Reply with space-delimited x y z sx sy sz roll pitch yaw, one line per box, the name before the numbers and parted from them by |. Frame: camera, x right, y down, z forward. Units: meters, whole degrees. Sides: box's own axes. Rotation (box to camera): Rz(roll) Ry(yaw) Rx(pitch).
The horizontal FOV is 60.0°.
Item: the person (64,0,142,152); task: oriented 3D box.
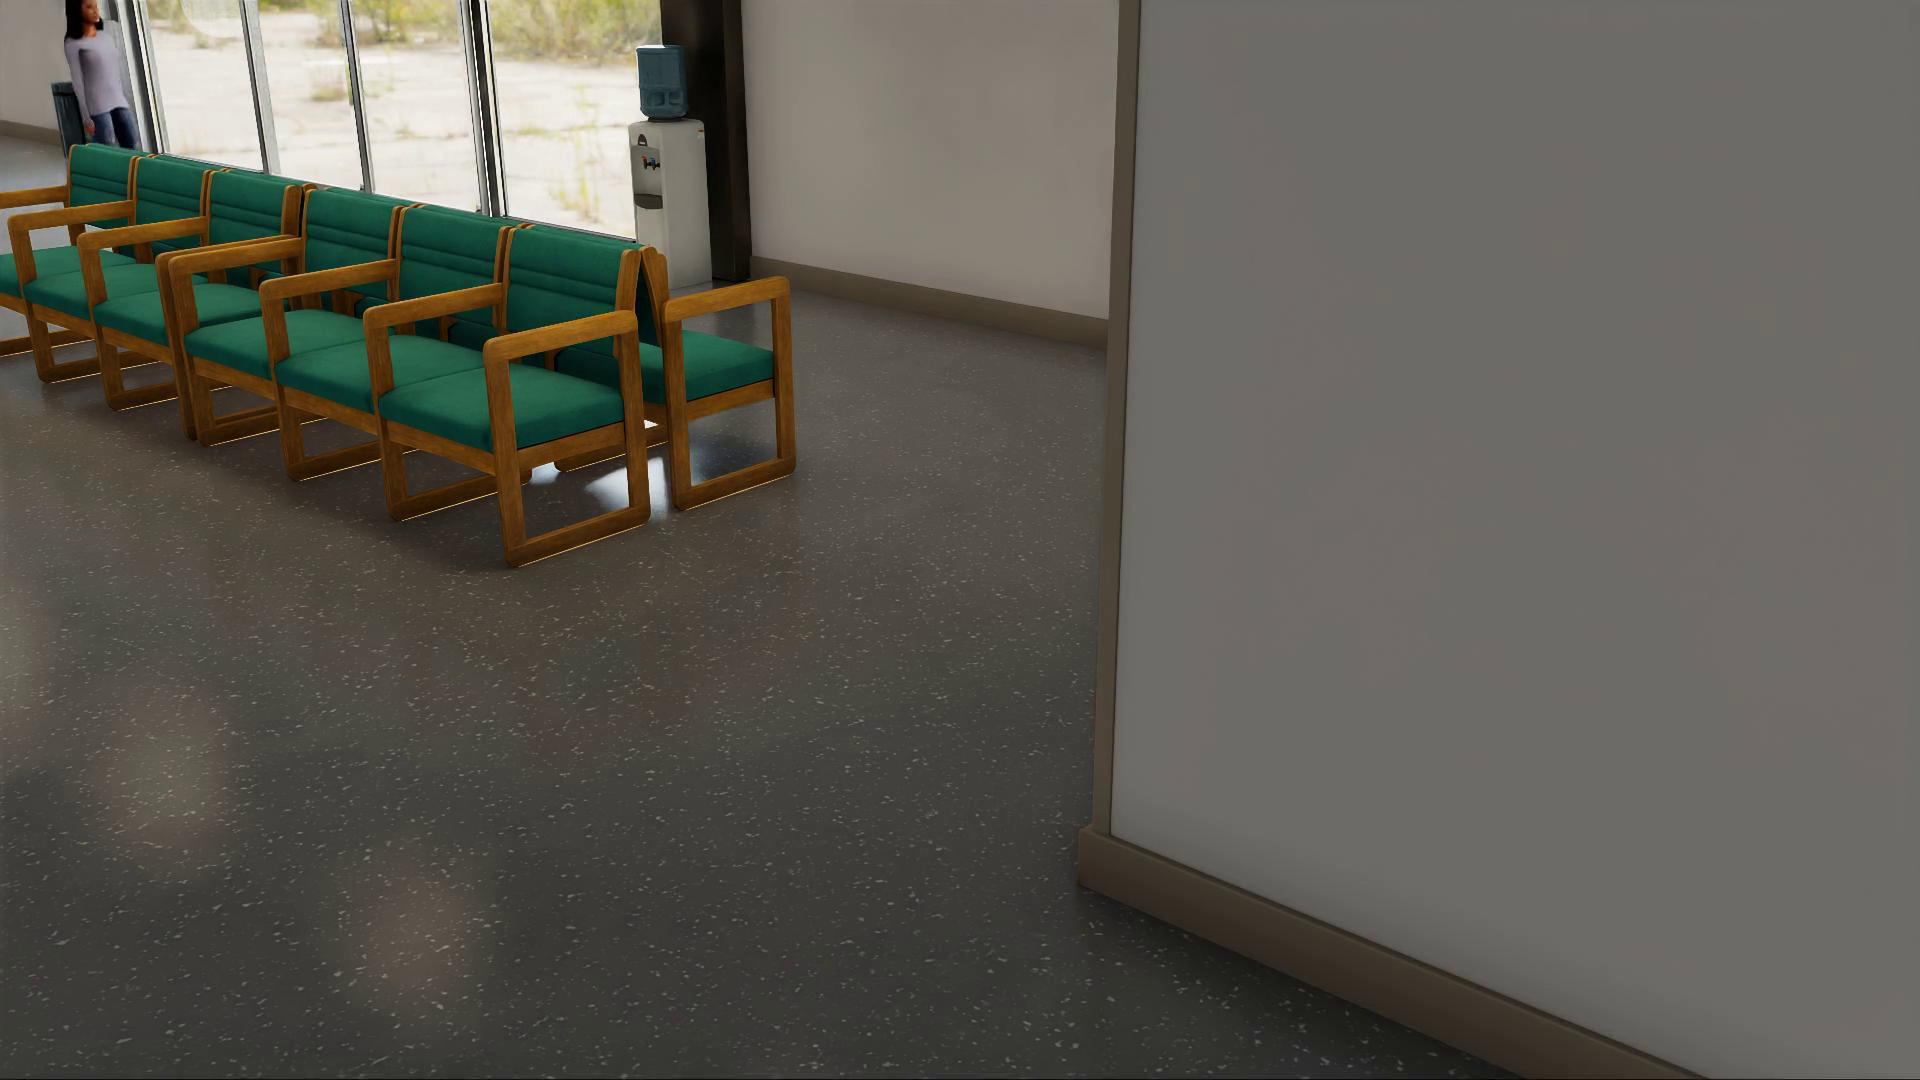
person | -6.511 -3.221 12.510 0.825 1.729 0.786 7 22 17
